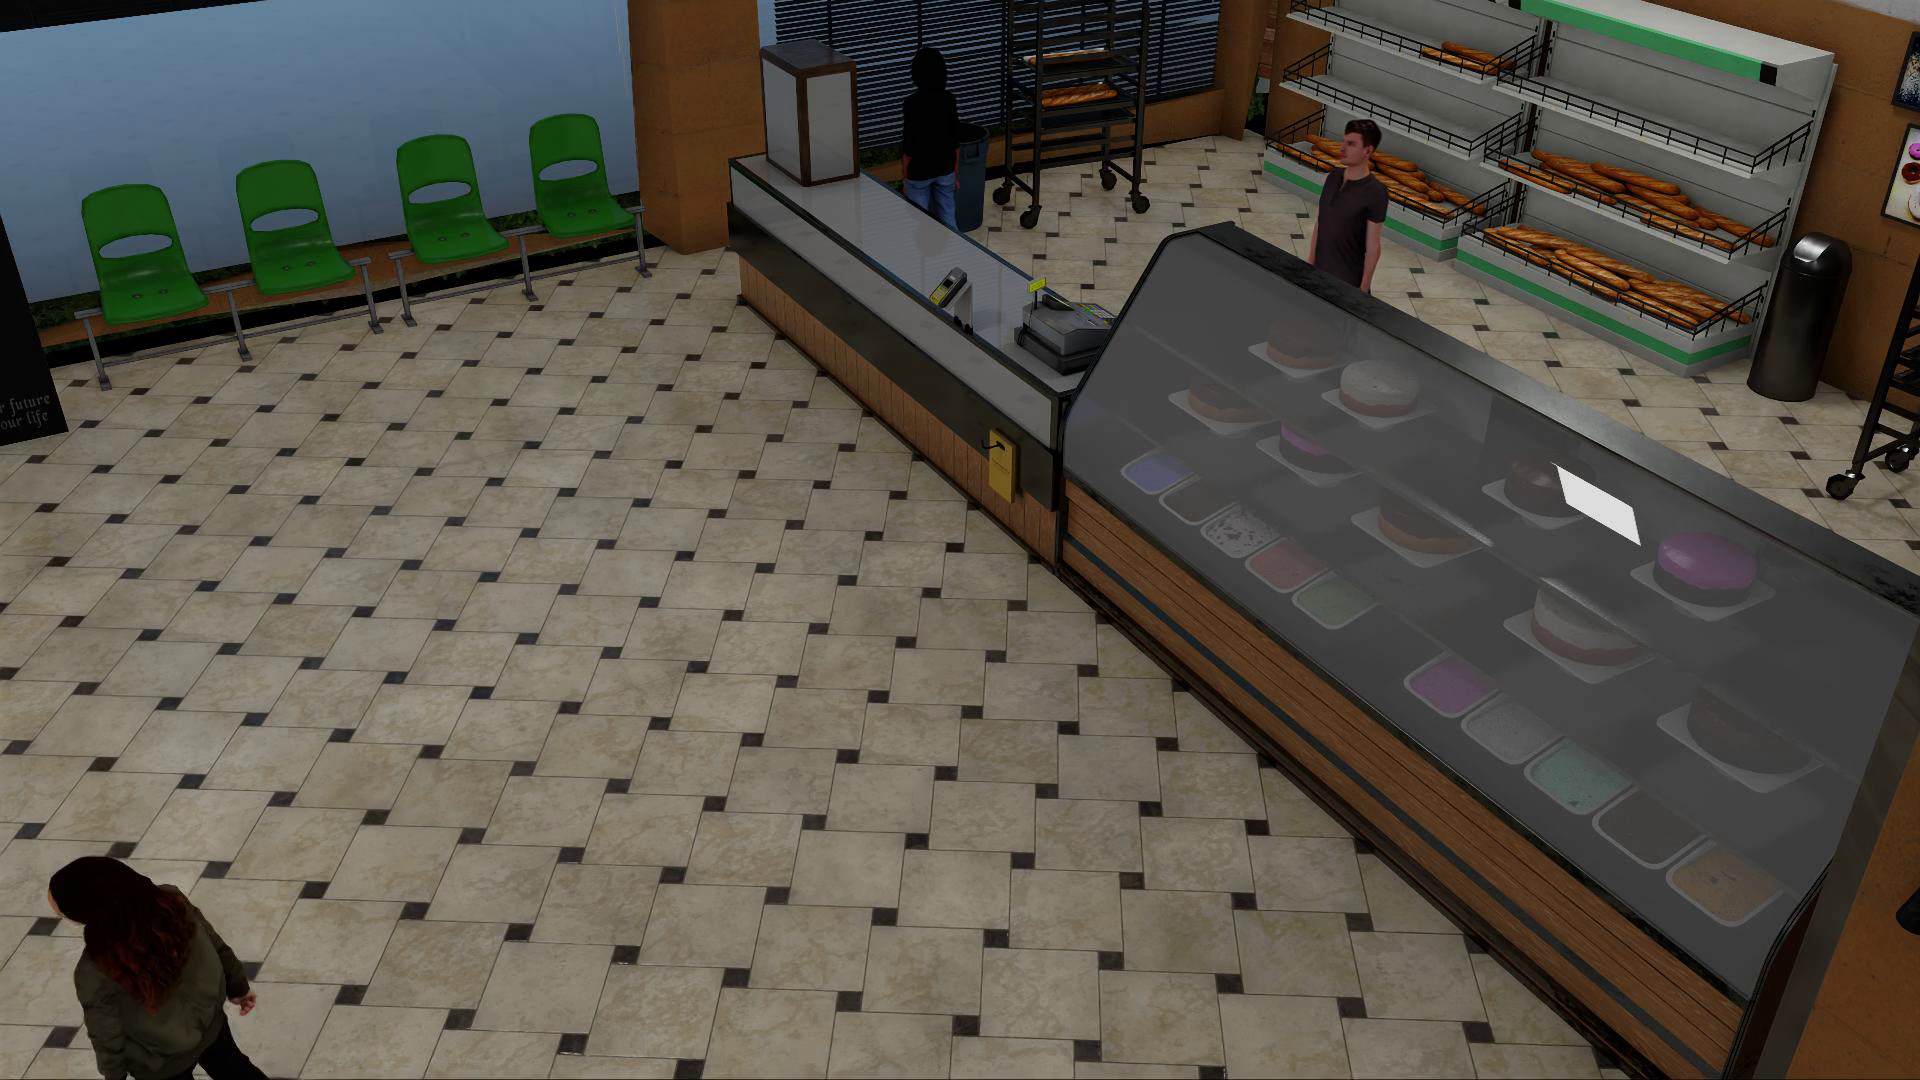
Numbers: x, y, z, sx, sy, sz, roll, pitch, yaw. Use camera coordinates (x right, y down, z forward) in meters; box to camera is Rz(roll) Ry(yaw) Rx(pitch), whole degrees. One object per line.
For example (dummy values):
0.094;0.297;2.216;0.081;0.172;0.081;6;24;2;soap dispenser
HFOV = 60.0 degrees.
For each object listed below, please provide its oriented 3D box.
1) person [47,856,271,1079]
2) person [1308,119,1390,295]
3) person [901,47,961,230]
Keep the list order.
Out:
-2.297;1.480;4.993;0.819;1.451;0.738;19;37;28;person
2.142;-1.455;9.330;0.524;1.853;0.639;-17;36;-25;person
-0.200;-2.403;10.996;0.514;1.701;0.662;-12;34;-18;person
